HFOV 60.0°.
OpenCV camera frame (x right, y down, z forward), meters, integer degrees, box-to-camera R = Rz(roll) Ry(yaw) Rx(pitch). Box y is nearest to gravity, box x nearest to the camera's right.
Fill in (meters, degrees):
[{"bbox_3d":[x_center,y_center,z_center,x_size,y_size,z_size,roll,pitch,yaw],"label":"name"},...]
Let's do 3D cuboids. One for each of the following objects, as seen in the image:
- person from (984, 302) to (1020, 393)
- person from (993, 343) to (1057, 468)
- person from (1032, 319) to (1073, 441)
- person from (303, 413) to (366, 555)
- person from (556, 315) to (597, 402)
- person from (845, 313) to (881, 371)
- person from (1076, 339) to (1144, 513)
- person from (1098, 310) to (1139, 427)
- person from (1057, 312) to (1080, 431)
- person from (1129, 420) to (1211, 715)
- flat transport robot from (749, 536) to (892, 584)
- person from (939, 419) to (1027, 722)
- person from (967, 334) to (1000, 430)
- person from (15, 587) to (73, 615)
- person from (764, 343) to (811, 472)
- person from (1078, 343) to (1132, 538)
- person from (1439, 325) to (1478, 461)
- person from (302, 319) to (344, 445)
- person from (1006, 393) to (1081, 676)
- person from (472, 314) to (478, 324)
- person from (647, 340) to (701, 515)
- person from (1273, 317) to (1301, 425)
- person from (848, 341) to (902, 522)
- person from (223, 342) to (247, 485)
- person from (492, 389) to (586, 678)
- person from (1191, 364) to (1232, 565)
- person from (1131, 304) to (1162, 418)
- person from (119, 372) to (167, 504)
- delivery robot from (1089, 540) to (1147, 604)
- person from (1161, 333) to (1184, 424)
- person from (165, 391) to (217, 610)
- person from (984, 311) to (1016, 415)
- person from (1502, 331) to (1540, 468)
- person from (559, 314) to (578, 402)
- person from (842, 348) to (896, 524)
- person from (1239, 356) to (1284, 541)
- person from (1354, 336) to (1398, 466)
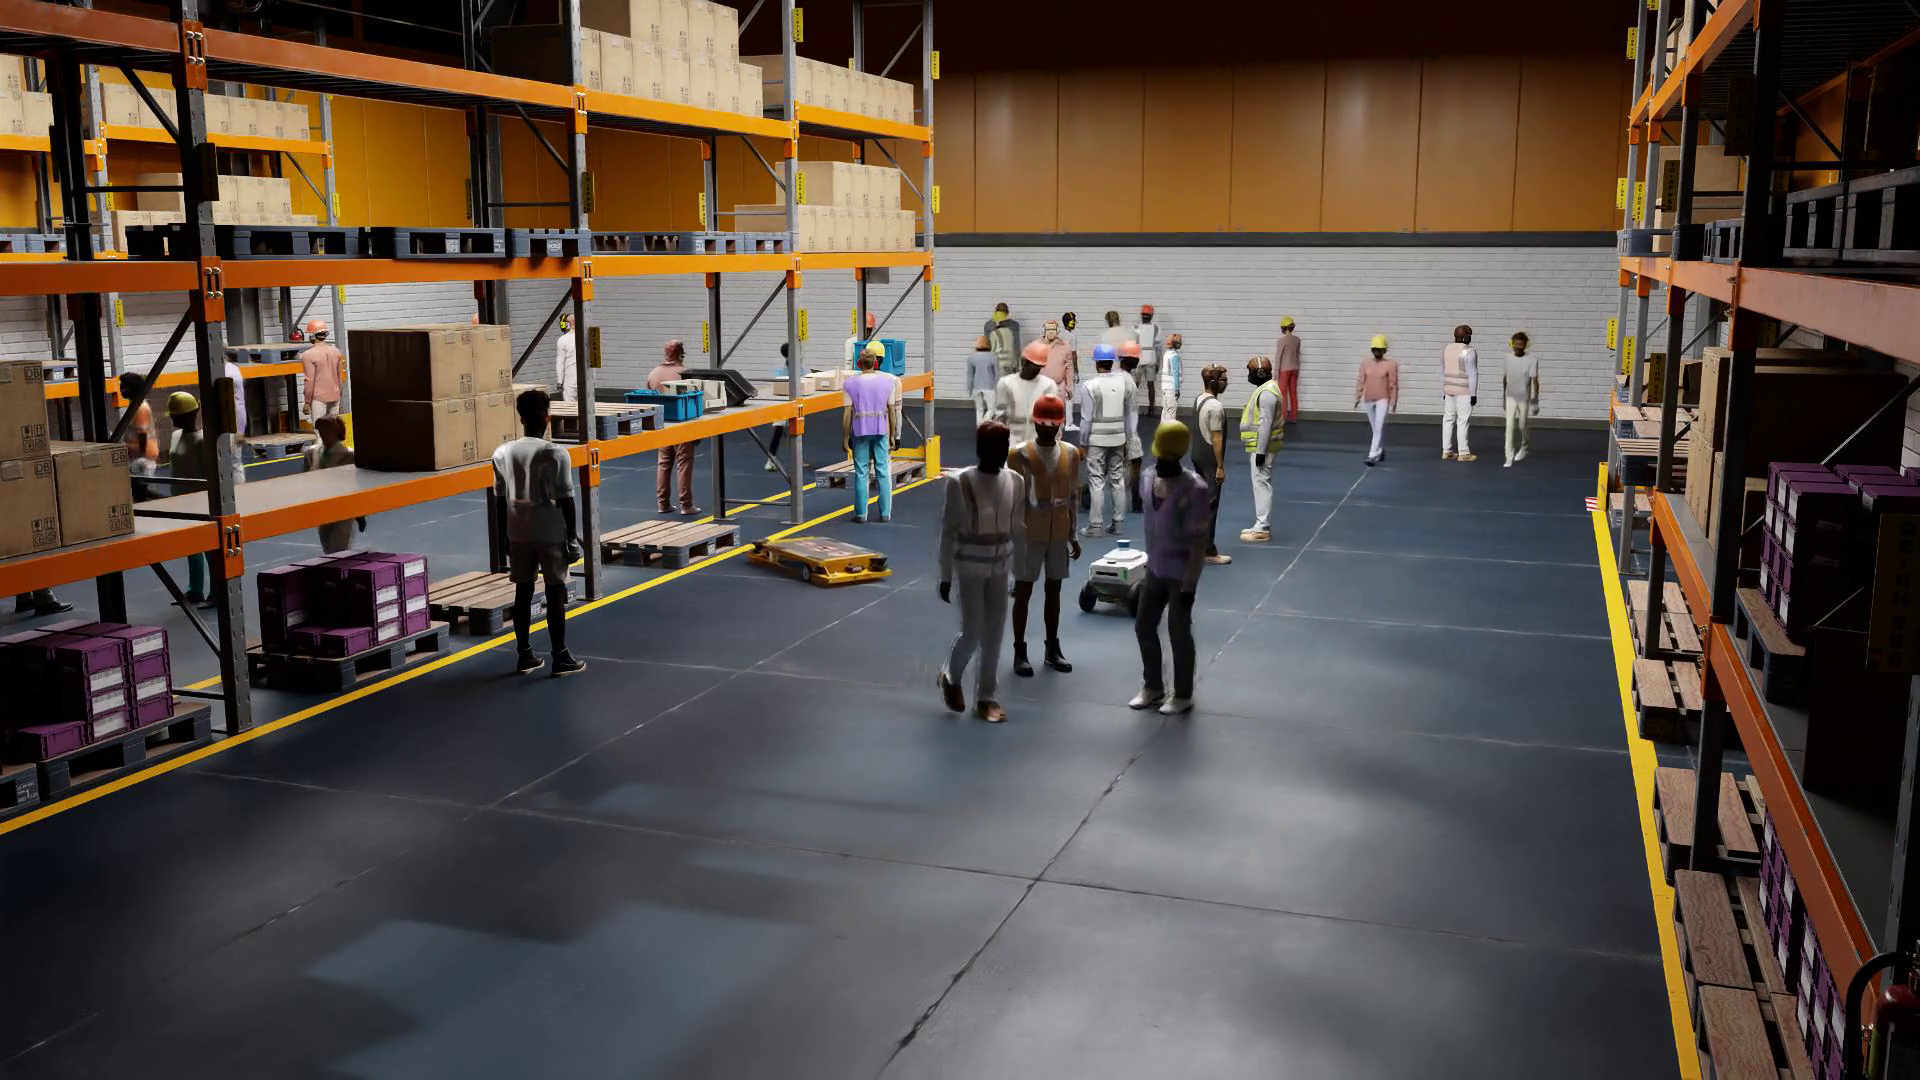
[{"bbox_3d":[0.731,-3.161,28.911,0.634,1.936,0.351,0,10,1],"label":"person"},{"bbox_3d":[0.639,-0.967,16.484,0.625,1.965,0.920,-1,10,-8],"label":"person"},{"bbox_3d":[1.250,-2.103,23.040,0.648,1.907,0.401,-1,10,-8],"label":"person"},{"bbox_3d":[-4.945,-0.223,13.286,0.514,1.611,0.733,4,11,20],"label":"person"},{"bbox_3d":[-5.702,-2.390,24.710,0.652,1.894,0.400,-9,14,-42],"label":"person"},{"bbox_3d":[-1.313,-2.186,23.287,0.609,1.985,0.392,-5,11,-27],"label":"person"},{"bbox_3d":[1.729,-1.225,18.087,0.810,1.919,0.549,-2,10,-13],"label":"person"},{"bbox_3d":[2.502,-2.646,26.115,0.687,1.905,0.583,-2,10,-14],"label":"person"},{"bbox_3d":[1.702,-2.660,26.291,0.312,1.866,0.538,-7,12,-36],"label":"person"},{"bbox_3d":[1.304,0.183,10.242,0.557,1.875,0.630,-8,13,-36],"label":"person"},{"bbox_3d":[-1.267,0.161,14.893,0.652,0.197,1.431,-7,12,-34],"label":"flat transport robot"},{"bbox_3d":[0.137,0.195,10.177,0.616,1.875,0.433,-6,12,-32],"label":"person"},{"bbox_3d":[0.338,-2.216,24.467,0.519,1.618,0.493,4,11,20],"label":"person"},{"bbox_3d":[-7.387,-0.320,13.206,0.594,1.832,0.404,6,12,32],"label":"person"},{"bbox_3d":[-2.253,-1.728,21.582,0.388,1.673,0.750,6,12,31],"label":"person"},{"bbox_3d":[1.442,-0.991,16.662,0.618,1.946,0.394,-6,12,-30],"label":"person"},{"bbox_3d":[6.812,-1.999,22.641,0.429,1.844,0.622,-6,12,-29],"label":"person"},{"bbox_3d":[-8.065,-1.793,21.045,0.377,1.995,0.608,4,11,24],"label":"person"},{"bbox_3d":[0.580,-0.039,11.354,0.542,1.930,0.375,-4,11,-21],"label":"person"},{"bbox_3d":[-6.235,-1.973,21.952,0.392,2.034,0.605,-3,10,-15],"label":"person"},{"bbox_3d":[-3.080,-1.220,18.112,0.636,1.899,0.402,6,12,30],"label":"person"},{"bbox_3d":[5.337,-2.761,27.172,0.538,1.759,0.342,-7,12,-33],"label":"person"},{"bbox_3d":[-0.908,-1.148,17.641,0.586,1.920,0.383,-2,10,-11],"label":"person"},{"bbox_3d":[-7.877,-1.191,17.889,0.683,1.915,0.534,9,14,43],"label":"person"},{"bbox_3d":[-2.850,-0.044,11.273,0.606,1.967,0.367,3,11,18],"label":"person"},{"bbox_3d":[2.302,-0.699,15.305,0.330,1.844,0.520,-3,10,-15],"label":"person"},{"bbox_3d":[3.119,-3.011,28.157,0.585,1.919,0.378,0,10,-1],"label":"person"},{"bbox_3d":[-8.092,-0.840,16.553,0.554,1.680,0.552,-8,13,-37],"label":"person"},{"bbox_3d":[1.310,0.241,13.381,0.477,0.478,0.707,5,11,26],"label":"delivery robot"},{"bbox_3d":[3.105,-2.201,24.349,0.311,1.638,0.523,-2,10,-10],"label":"person"},{"bbox_3d":[-6.193,-0.320,13.410,0.524,1.763,0.324,6,12,31],"label":"person"},{"bbox_3d":[0.706,-3.059,28.784,0.878,1.797,0.613,9,13,40],"label":"person"},{"bbox_3d":[7.498,-1.890,22.177,0.536,1.809,0.948,6,12,30],"label":"person"},{"bbox_3d":[-6.025,-2.552,25.674,0.313,1.869,0.528,3,11,18],"label":"person"},{"bbox_3d":[-0.952,-1.088,17.494,0.569,1.843,0.373,-3,10,-16],"label":"person"},{"bbox_3d":[2.989,-0.905,16.528,0.429,1.830,0.634,1,10,6],"label":"person"},{"bbox_3d":[5.553,-1.854,22.163,0.522,1.721,0.915,8,13,38],"label":"person"}]
